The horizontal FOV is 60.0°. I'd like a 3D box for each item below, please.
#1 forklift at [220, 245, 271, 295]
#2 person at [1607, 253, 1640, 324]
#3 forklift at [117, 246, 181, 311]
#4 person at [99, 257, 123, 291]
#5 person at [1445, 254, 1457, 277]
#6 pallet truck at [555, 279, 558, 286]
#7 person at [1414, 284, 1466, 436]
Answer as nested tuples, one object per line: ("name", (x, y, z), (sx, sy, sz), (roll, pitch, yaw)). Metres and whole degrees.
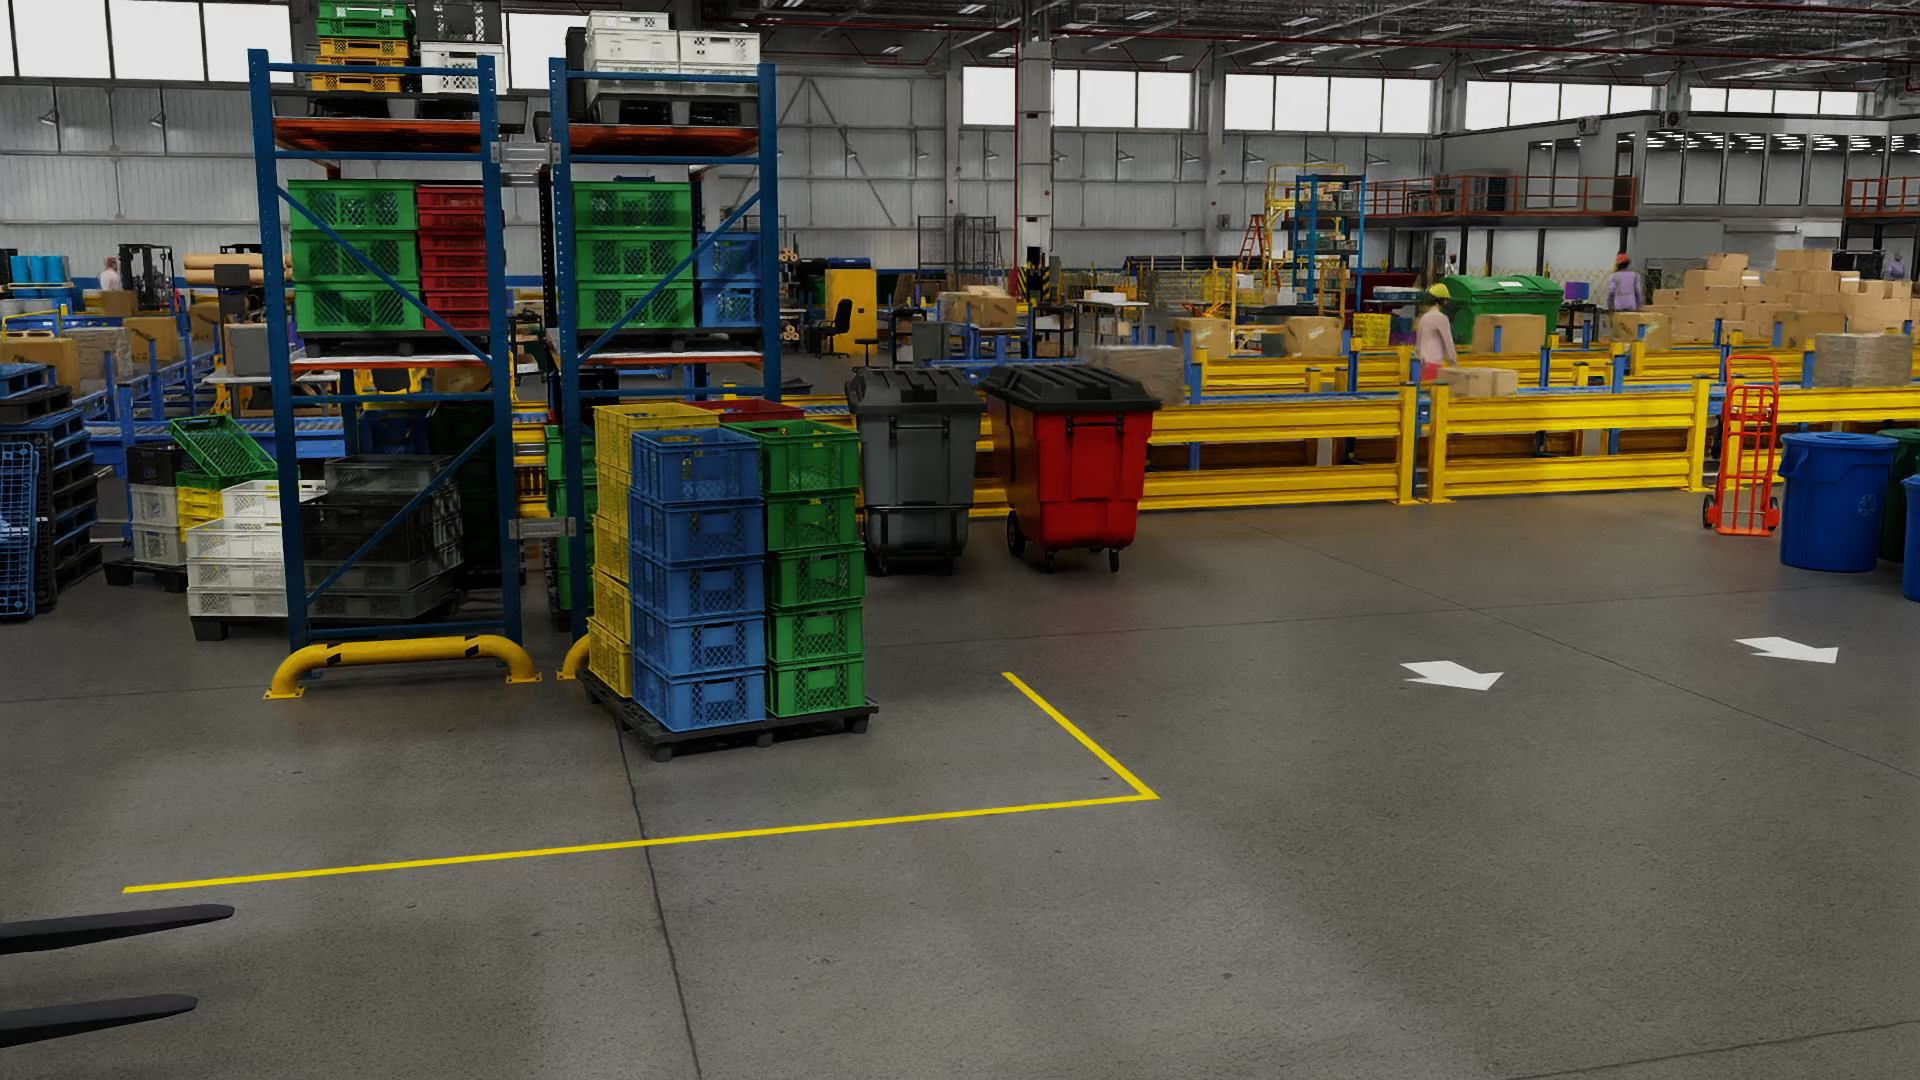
("forklift", (-17.749, -6.334, 41.440), (1.157, 1.987, 2.680), (-3, 10, -17))
("person", (12.811, -4.512, 32.011), (0.624, 2.007, 0.895), (-1, 10, -4))
("forklift", (-19.966, -6.232, 40.894), (1.157, 1.987, 2.680), (-3, 10, -15))
("person", (-17.877, -4.994, 35.025), (0.647, 1.895, 0.528), (8, 13, 37))
("person", (15.902, -8.318, 53.900), (0.583, 1.879, 0.347), (-8, 13, -39))
("pallet truck", (-10.604, -6.375, 44.520), (0.653, 1.274, 1.630), (-3, 10, -15))
("person", (5.210, -1.941, 18.251), (0.923, 1.718, 0.527), (-2, 10, -9))
